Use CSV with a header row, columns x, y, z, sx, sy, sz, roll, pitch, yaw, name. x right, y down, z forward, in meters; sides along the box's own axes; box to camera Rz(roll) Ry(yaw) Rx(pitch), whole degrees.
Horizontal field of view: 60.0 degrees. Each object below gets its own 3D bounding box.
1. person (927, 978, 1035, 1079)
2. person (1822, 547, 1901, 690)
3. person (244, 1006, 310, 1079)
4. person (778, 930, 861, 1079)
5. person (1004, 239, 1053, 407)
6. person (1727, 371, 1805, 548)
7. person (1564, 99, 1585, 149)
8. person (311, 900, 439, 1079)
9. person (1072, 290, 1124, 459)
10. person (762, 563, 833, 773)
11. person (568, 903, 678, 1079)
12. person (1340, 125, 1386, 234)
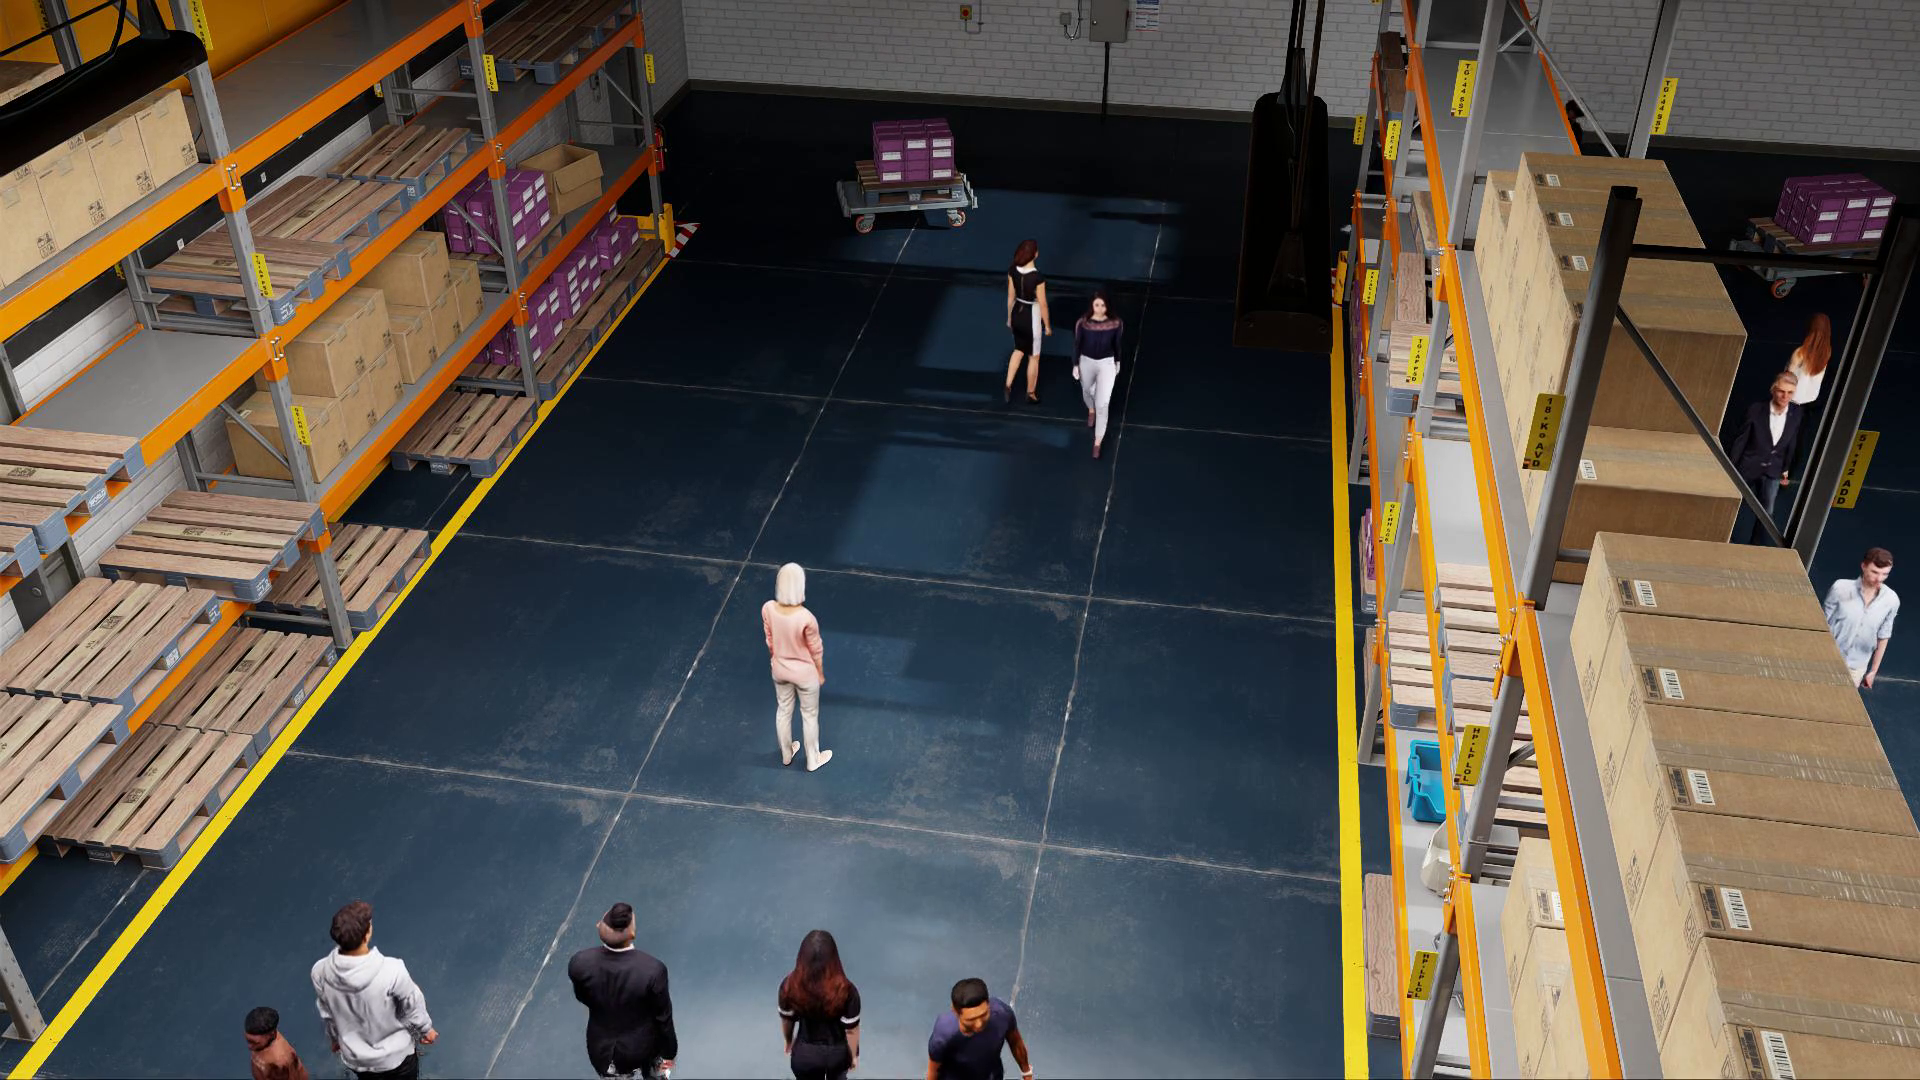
x,y,z,sx,sy,sz,roll,pitch,yaw,name
0.028,2.848,8.887,1.178,1.737,1.290,-19,38,-26,person
6.267,0.823,11.833,0.666,1.848,0.593,8,34,12,person
-3.639,2.969,9.165,0.950,1.226,0.867,-23,40,-30,person
-0.753,2.828,9.028,0.700,1.614,1.083,1,34,2,person
0.623,-2.079,16.249,0.739,1.793,0.803,26,42,34,person
6.769,-0.665,14.135,0.734,1.777,1.093,6,34,9,person
7.288,-4.506,20.016,0.853,1.663,0.853,-8,35,-13,person
-3.133,2.720,8.907,0.742,1.928,0.669,-2,34,-3,person
1.294,-1.647,15.803,0.627,1.565,1.082,4,34,6,person
-1.171,0.907,11.817,0.648,1.726,0.599,14,36,20,person
-1.799,2.748,8.882,0.862,1.909,1.164,-1,34,-2,person
5.186,-4.471,19.935,1.146,1.695,1.096,-21,39,-28,person
